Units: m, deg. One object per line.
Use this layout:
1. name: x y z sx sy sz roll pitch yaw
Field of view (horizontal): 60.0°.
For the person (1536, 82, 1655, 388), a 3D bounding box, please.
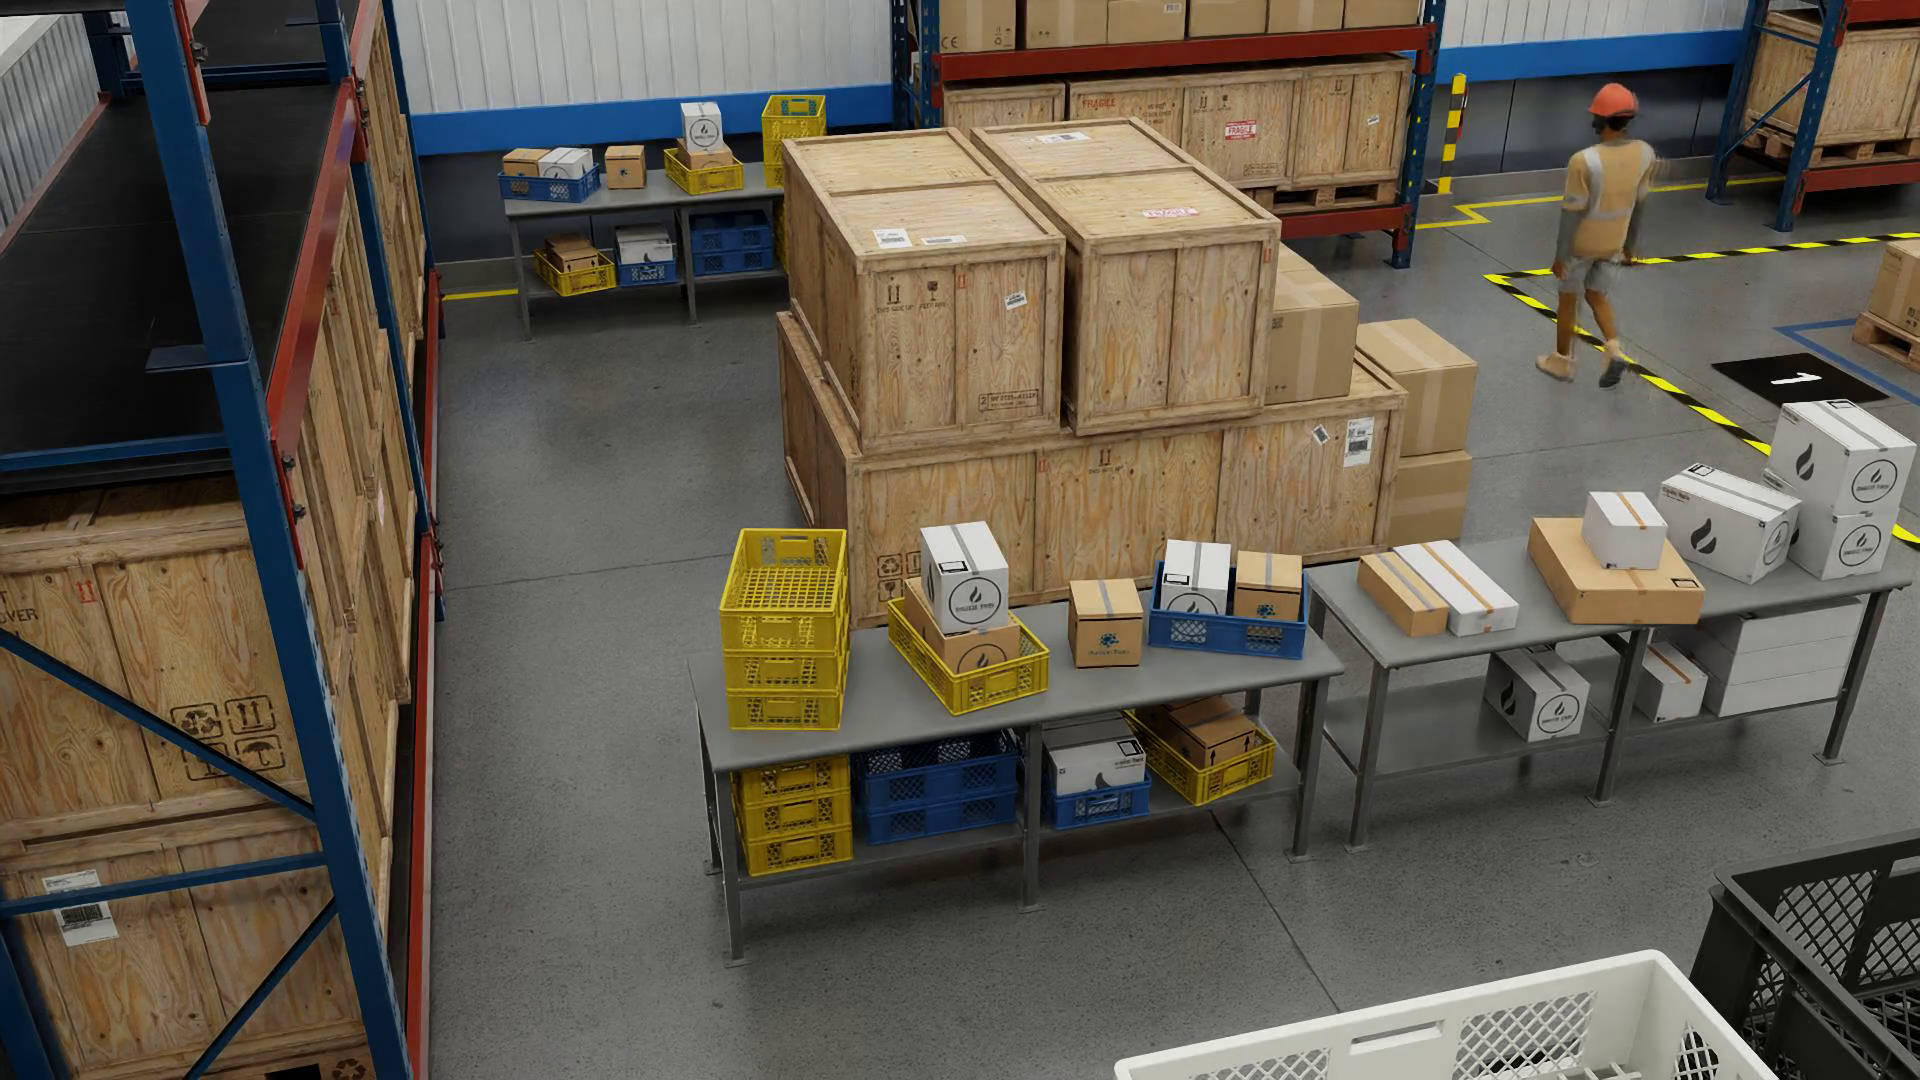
1. person: 4.141 -1.928 10.791 0.617 2.023 0.666 -8 30 -13
